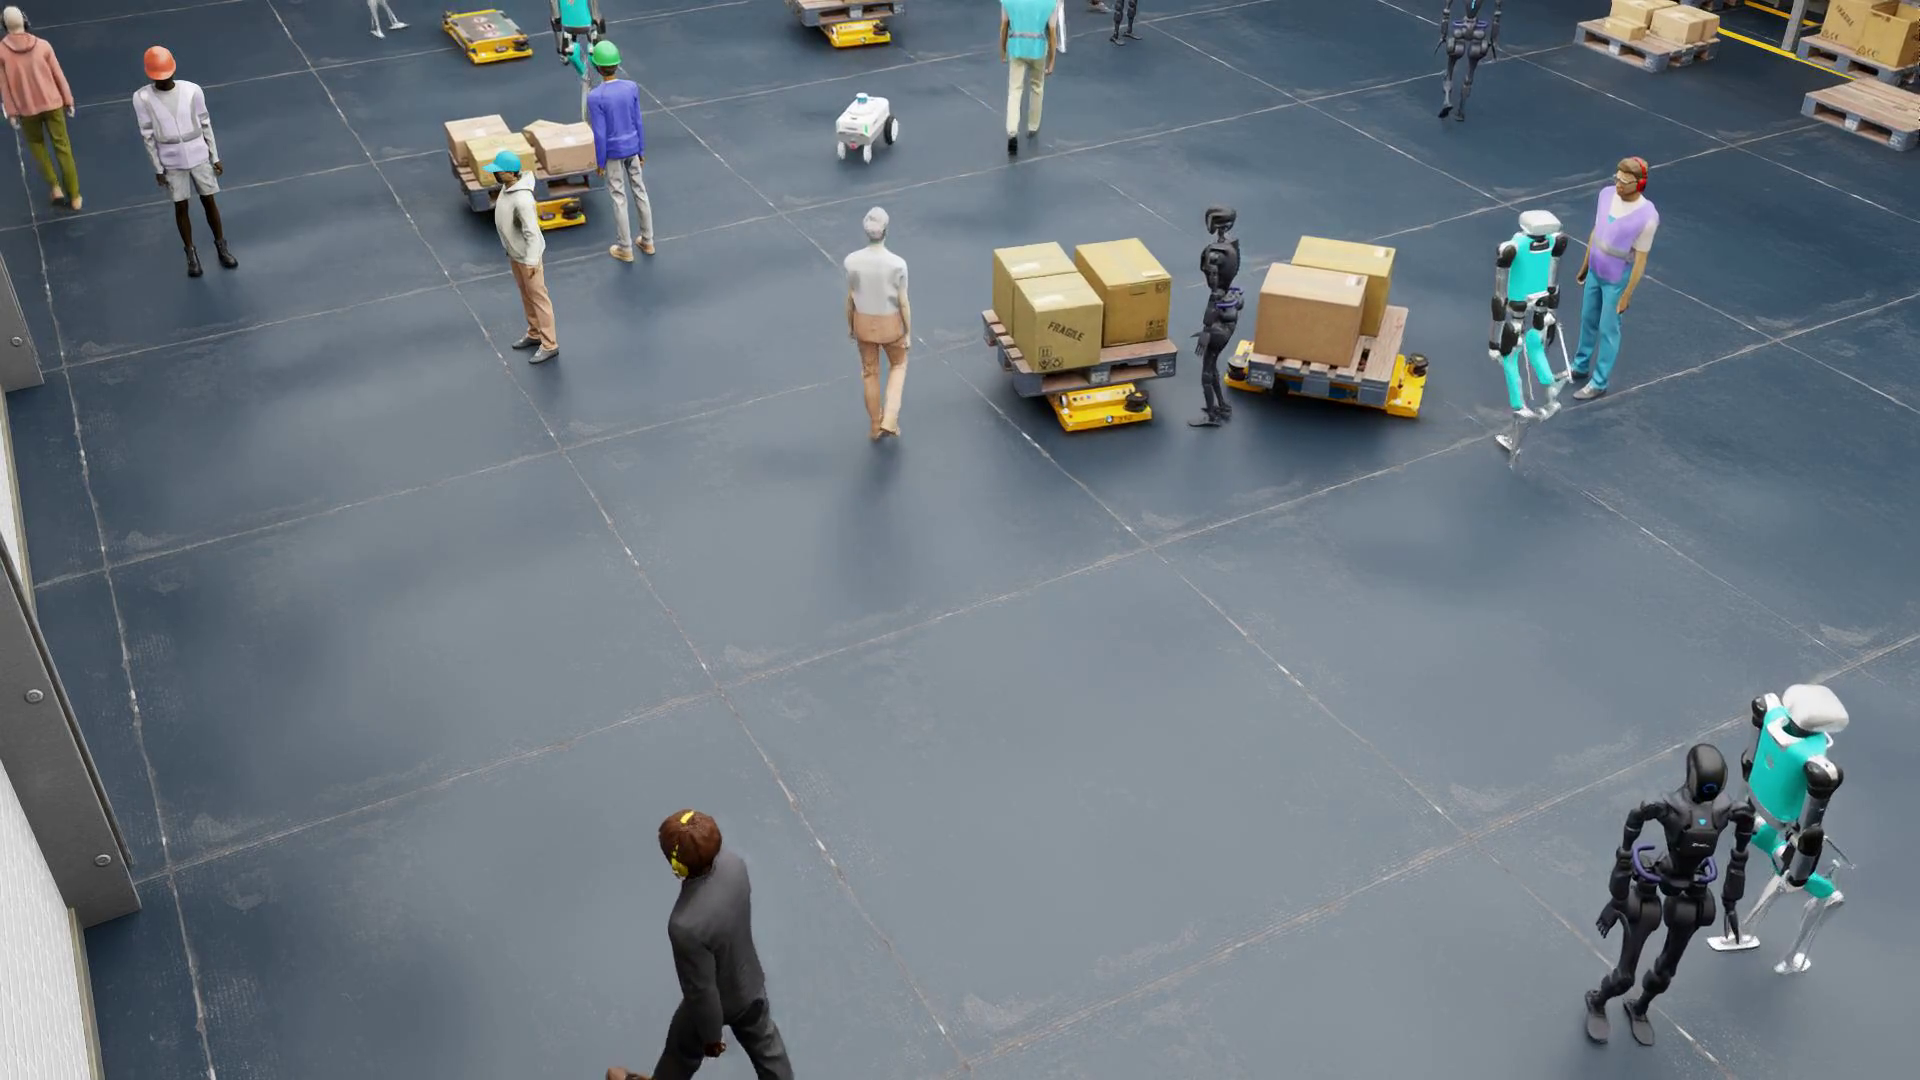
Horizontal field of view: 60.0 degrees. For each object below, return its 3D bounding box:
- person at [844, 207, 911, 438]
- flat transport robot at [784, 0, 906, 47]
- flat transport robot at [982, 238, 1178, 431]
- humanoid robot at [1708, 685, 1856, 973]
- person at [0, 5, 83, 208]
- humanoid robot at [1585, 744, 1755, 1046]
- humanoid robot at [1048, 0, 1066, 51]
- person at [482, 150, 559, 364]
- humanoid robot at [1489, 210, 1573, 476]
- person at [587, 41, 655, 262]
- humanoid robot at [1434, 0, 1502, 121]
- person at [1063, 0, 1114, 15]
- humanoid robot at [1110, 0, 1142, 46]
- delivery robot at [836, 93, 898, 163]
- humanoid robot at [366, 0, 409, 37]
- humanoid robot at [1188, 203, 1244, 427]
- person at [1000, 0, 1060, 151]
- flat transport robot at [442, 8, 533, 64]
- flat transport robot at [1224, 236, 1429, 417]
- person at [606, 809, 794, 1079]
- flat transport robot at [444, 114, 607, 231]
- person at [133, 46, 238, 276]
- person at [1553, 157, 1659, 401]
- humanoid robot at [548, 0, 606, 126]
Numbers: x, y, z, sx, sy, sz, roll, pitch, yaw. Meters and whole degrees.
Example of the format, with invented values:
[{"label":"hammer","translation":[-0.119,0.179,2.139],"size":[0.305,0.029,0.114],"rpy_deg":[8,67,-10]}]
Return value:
[{"label":"person","translation":[-0.568,-1.483,11.551],"size":[0.478,1.735,0.407],"rpy_deg":[6,35,8]},{"label":"flat transport robot","translation":[-1.342,-6.078,19.394],"size":[0.659,0.231,1.431],"rpy_deg":[-12,37,-16]},{"label":"flat transport robot","translation":[0.885,-1.284,12.549],"size":[0.659,0.231,1.431],"rpy_deg":[-9,36,-13]},{"label":"humanoid robot","translation":[3.866,1.354,7.540],"size":[0.849,1.806,0.560],"rpy_deg":[-6,35,-8]},{"label":"person","translation":[-8.233,-3.875,14.896],"size":[0.561,1.817,0.493],"rpy_deg":[-17,39,-23]},{"label":"humanoid robot","translation":[3.114,1.562,7.256],"size":[0.593,1.654,0.341],"rpy_deg":[2,35,2]},{"label":"humanoid robot","translation":[1.028,-6.288,18.424],"size":[0.534,1.803,0.695],"rpy_deg":[4,35,6]},{"label":"person","translation":[-3.299,-2.142,12.547],"size":[0.372,1.675,0.465],"rpy_deg":[-21,40,-27]},{"label":"humanoid robot","translation":[3.930,-1.251,11.322],"size":[0.536,1.889,0.773],"rpy_deg":[-14,37,-19]},{"label":"person","translation":[-2.865,-3.254,13.967],"size":[0.460,1.873,0.360],"rpy_deg":[-24,42,-31]},{"label":"humanoid robot","translation":[5.087,-5.011,16.641],"size":[0.616,1.641,0.388],"rpy_deg":[7,36,10]},{"label":"person","translation":[1.362,-7.045,19.365],"size":[0.887,1.893,0.554],"rpy_deg":[4,35,6]},{"label":"humanoid robot","translation":[1.940,-6.434,18.662],"size":[0.599,1.657,0.315],"rpy_deg":[-27,43,-33]},{"label":"delivery robot","translation":[-0.944,-4.080,16.273],"size":[0.499,0.572,0.747],"rpy_deg":[9,36,13]},{"label":"humanoid robot","translation":[-6.629,-6.664,18.957],"size":[0.847,1.781,0.610],"rpy_deg":[-1,35,-2]},{"label":"humanoid robot","translation":[1.822,-1.578,11.743],"size":[0.313,1.646,0.611],"rpy_deg":[12,37,16]},{"label":"person","translation":[0.659,-4.682,16.052],"size":[0.579,1.816,0.822],"rpy_deg":[3,35,4]},{"label":"flat transport robot","translation":[-5.394,-5.751,18.927],"size":[0.659,0.231,1.431],"rpy_deg":[-17,39,-23]},{"label":"flat transport robot","translation":[2.761,-1.267,12.524],"size":[1.431,0.231,0.659],"rpy_deg":[11,37,15]},{"label":"person","translation":[-1.071,1.784,6.809],"size":[0.975,1.820,0.515],"rpy_deg":[14,37,19]},{"label":"flat transport robot","translation":[-3.941,-3.191,15.271],"size":[0.659,0.231,1.431],"rpy_deg":[-15,38,-20]},{"label":"person","translation":[-6.400,-3.136,13.751],"size":[0.543,1.926,0.381],"rpy_deg":[-19,39,-25]},{"label":"person","translation":[4.724,-1.902,12.061],"size":[0.403,1.842,0.567],"rpy_deg":[-11,36,-15]},{"label":"humanoid robot","translation":[-3.684,-4.881,16.447],"size":[0.533,1.844,0.688],"rpy_deg":[3,35,5]}]
